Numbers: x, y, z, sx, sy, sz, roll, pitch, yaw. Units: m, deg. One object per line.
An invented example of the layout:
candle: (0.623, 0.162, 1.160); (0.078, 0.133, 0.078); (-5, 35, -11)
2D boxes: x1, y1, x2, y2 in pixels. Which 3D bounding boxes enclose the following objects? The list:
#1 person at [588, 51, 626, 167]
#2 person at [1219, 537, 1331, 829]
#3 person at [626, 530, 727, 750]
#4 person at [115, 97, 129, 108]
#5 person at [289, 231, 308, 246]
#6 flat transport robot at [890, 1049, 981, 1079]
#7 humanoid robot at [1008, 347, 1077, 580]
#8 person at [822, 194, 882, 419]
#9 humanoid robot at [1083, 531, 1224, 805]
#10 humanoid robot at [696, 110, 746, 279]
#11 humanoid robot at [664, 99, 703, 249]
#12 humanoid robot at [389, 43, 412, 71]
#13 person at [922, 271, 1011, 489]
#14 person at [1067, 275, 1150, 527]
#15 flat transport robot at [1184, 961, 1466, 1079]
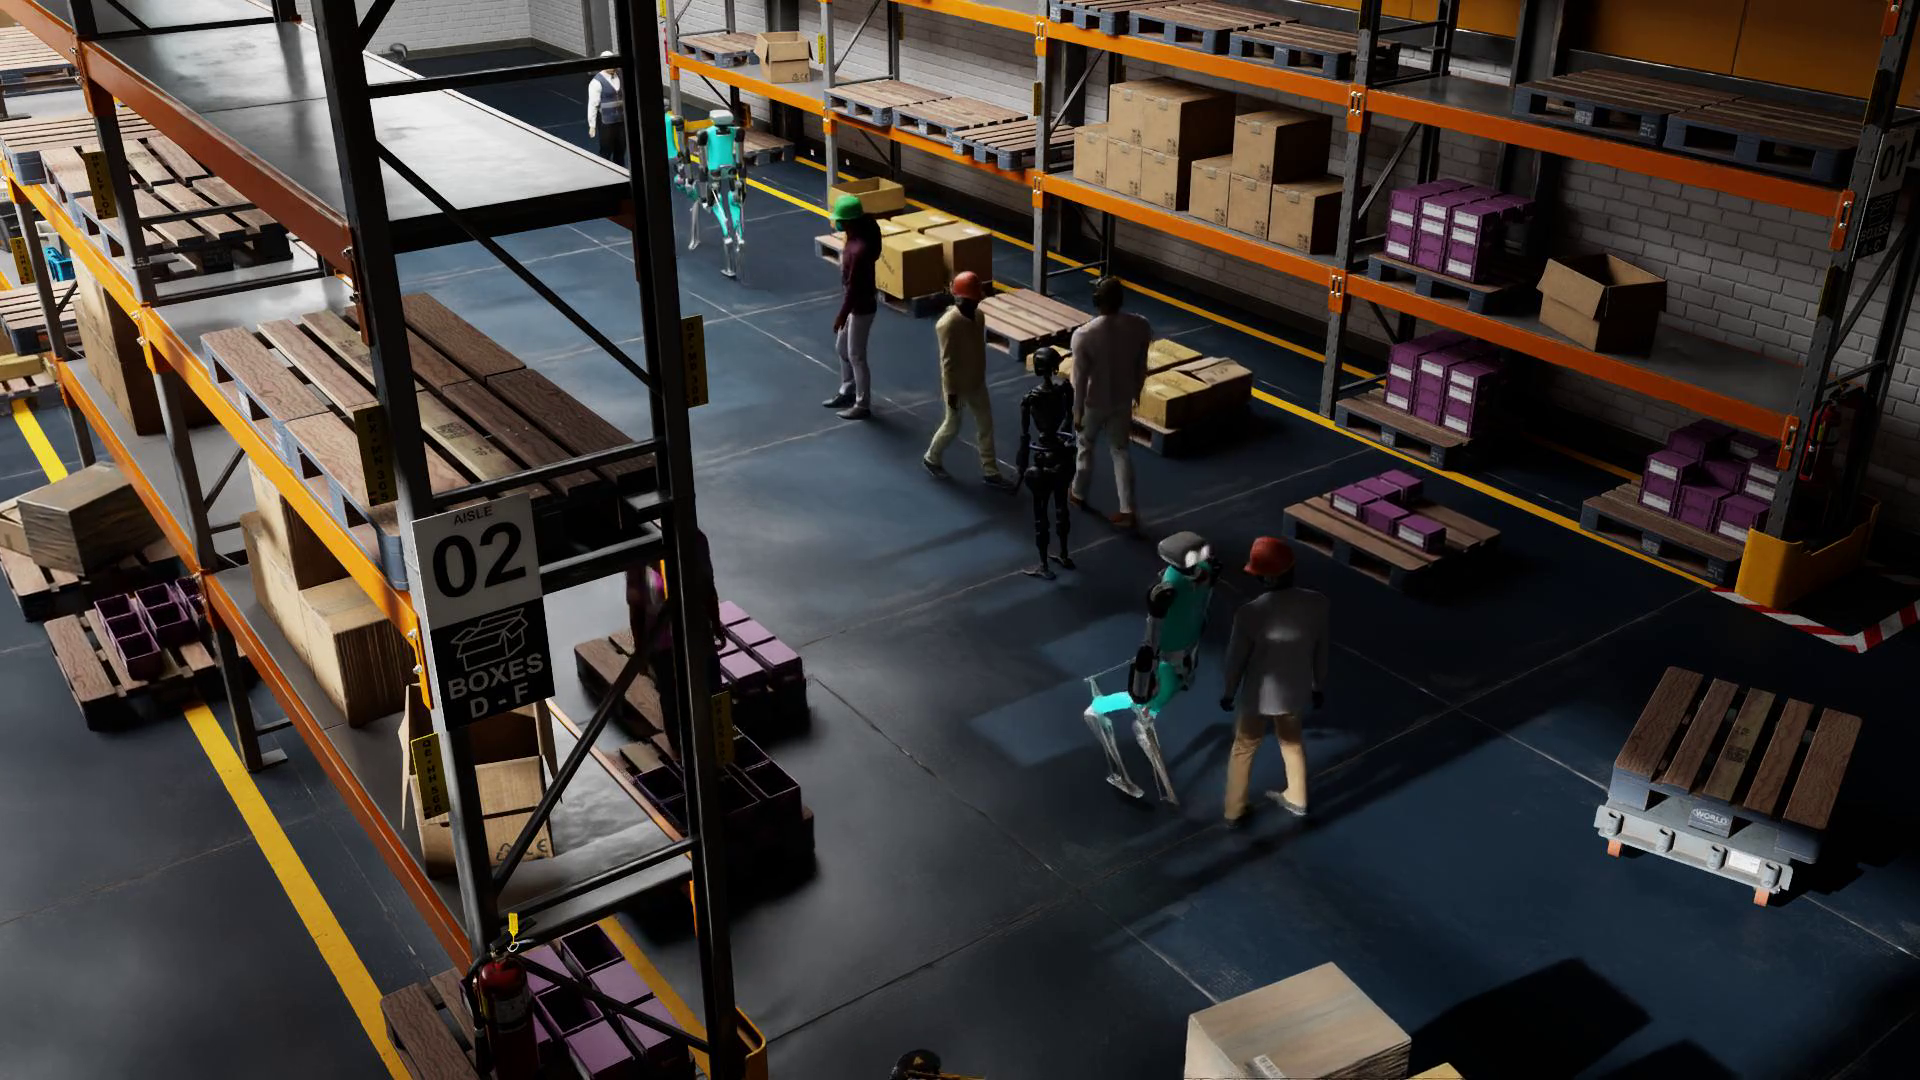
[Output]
person: (-4.300, -5.157, 20.586); (0.445, 1.758, 0.762); (20, 33, 34)
person: (1.661, 0.772, 8.844); (0.585, 1.719, 0.398); (-9, 28, -18)
person: (-1.570, 0.513, 9.220); (0.533, 1.835, 0.534); (-16, 31, -29)
person: (-10.565, -5.441, 20.901); (0.386, 1.986, 0.607); (-11, 29, -21)
person: (-6.322, -2.626, 15.698); (0.287, 1.629, 0.498); (13, 29, 24)
flat transport robot: (-0.100, 2.664, 6.688); (0.659, 0.231, 1.431); (6, 27, 12)
humanoid robot: (0.597, -0.539, 11.475); (0.315, 1.657, 0.599); (23, 35, 38)
person: (-0.899, -1.965, 14.043); (0.502, 1.935, 0.498); (-7, 28, -14)
humanoid robot: (0.962, 0.694, 8.994); (0.789, 1.783, 0.551); (23, 35, 38)
humanoid robot: (-2.400, -3.515, 17.476); (0.548, 1.916, 0.707); (-15, 31, -28)
humanoid robot: (-3.169, -4.027, 18.404); (0.568, 1.787, 0.856); (3, 27, 7)
humanoid robot: (-7.266, -5.606, 21.581); (0.562, 1.635, 0.590); (-13, 29, -24)
person: (0.038, -1.237, 12.822); (0.749, 1.724, 0.575); (19, 32, 33)
person: (1.078, -1.021, 12.192); (0.638, 1.911, 0.828); (-9, 28, -18)
flat transport robot: (1.315, 2.787, 6.444); (1.431, 0.231, 0.659); (-13, 29, -24)
